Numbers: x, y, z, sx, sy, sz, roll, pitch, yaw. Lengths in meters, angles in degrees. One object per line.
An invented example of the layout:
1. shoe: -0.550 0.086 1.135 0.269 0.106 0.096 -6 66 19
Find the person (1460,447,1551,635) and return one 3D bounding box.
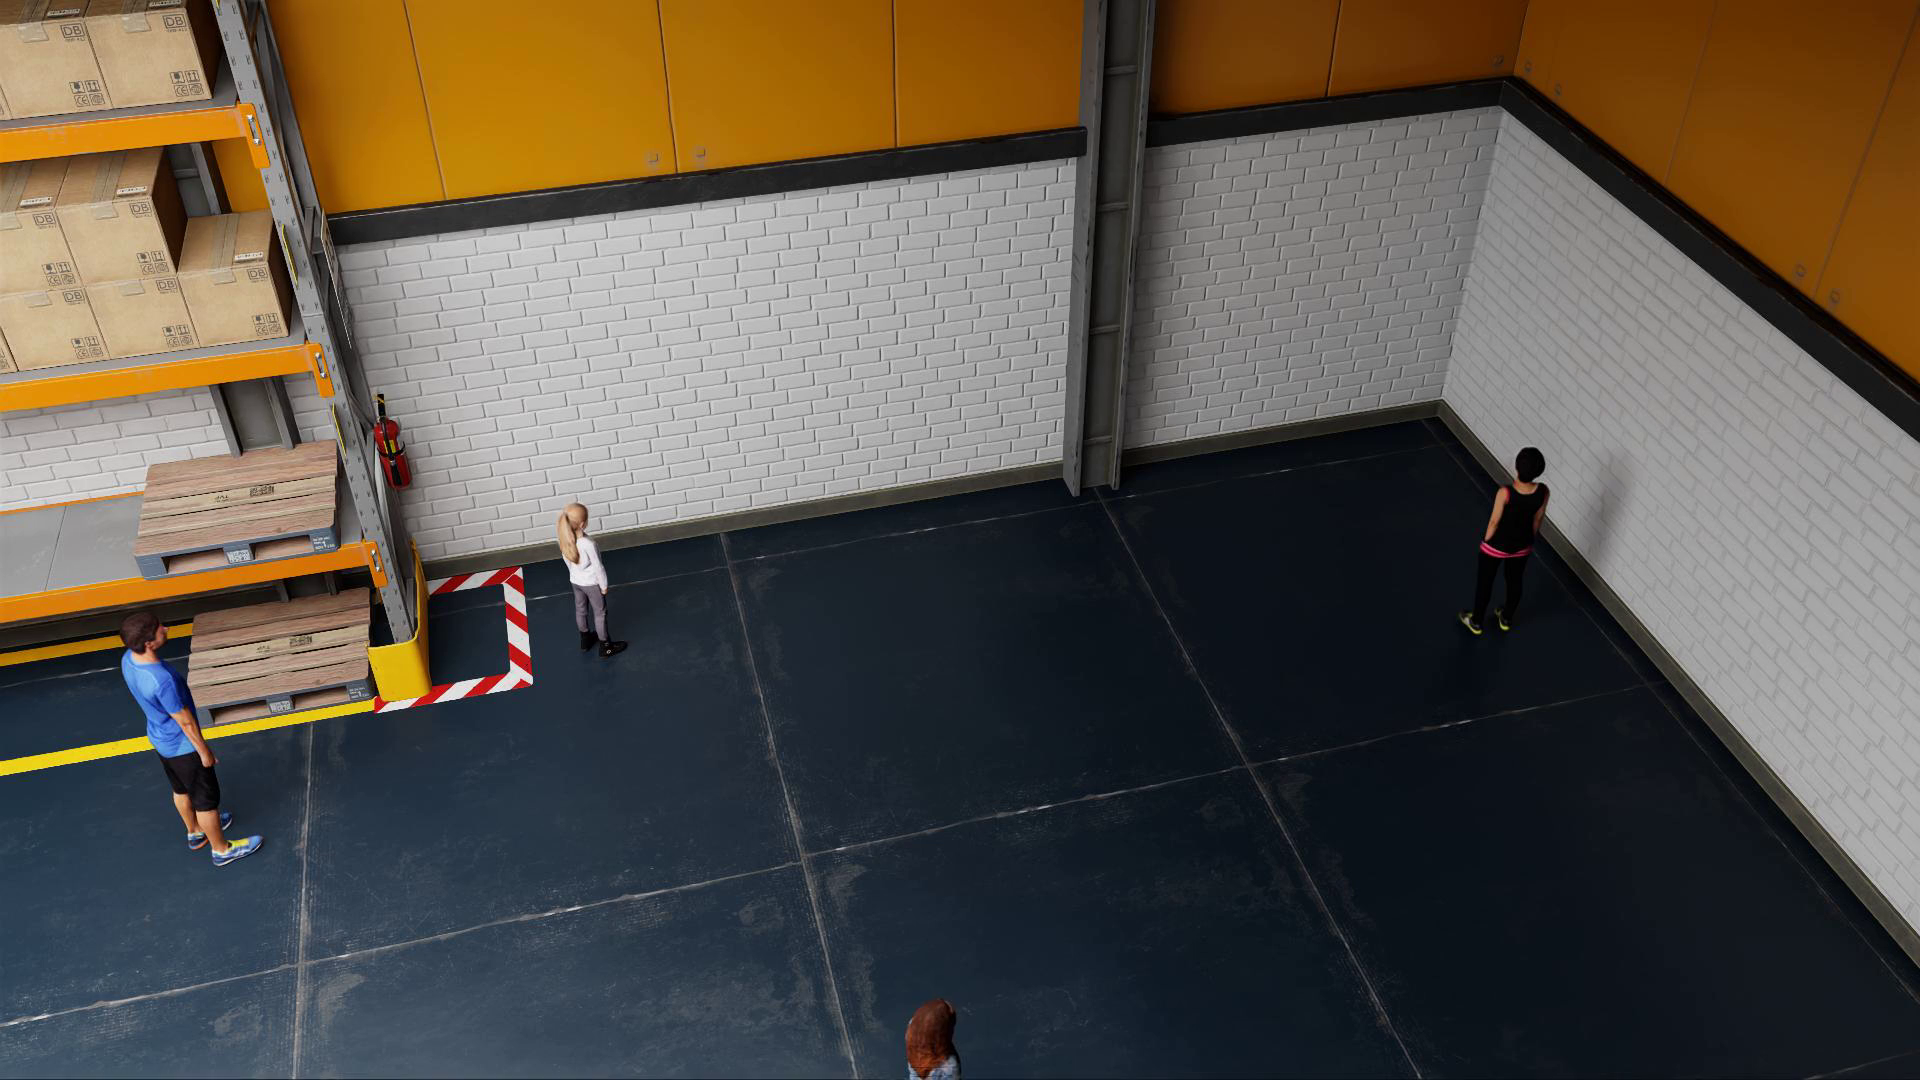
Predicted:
1. person: 3.840 0.002 11.631 0.475 1.552 0.625 -4 39 -6

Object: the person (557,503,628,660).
1. person: -2.588 0.278 11.504 0.583 1.280 0.639 22 44 25

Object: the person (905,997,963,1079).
1. person: -0.188 2.774 8.236 1.008 1.458 0.816 -28 46 -30

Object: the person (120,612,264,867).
1. person: -4.662 1.185 9.899 0.703 1.866 0.735 27 46 29
